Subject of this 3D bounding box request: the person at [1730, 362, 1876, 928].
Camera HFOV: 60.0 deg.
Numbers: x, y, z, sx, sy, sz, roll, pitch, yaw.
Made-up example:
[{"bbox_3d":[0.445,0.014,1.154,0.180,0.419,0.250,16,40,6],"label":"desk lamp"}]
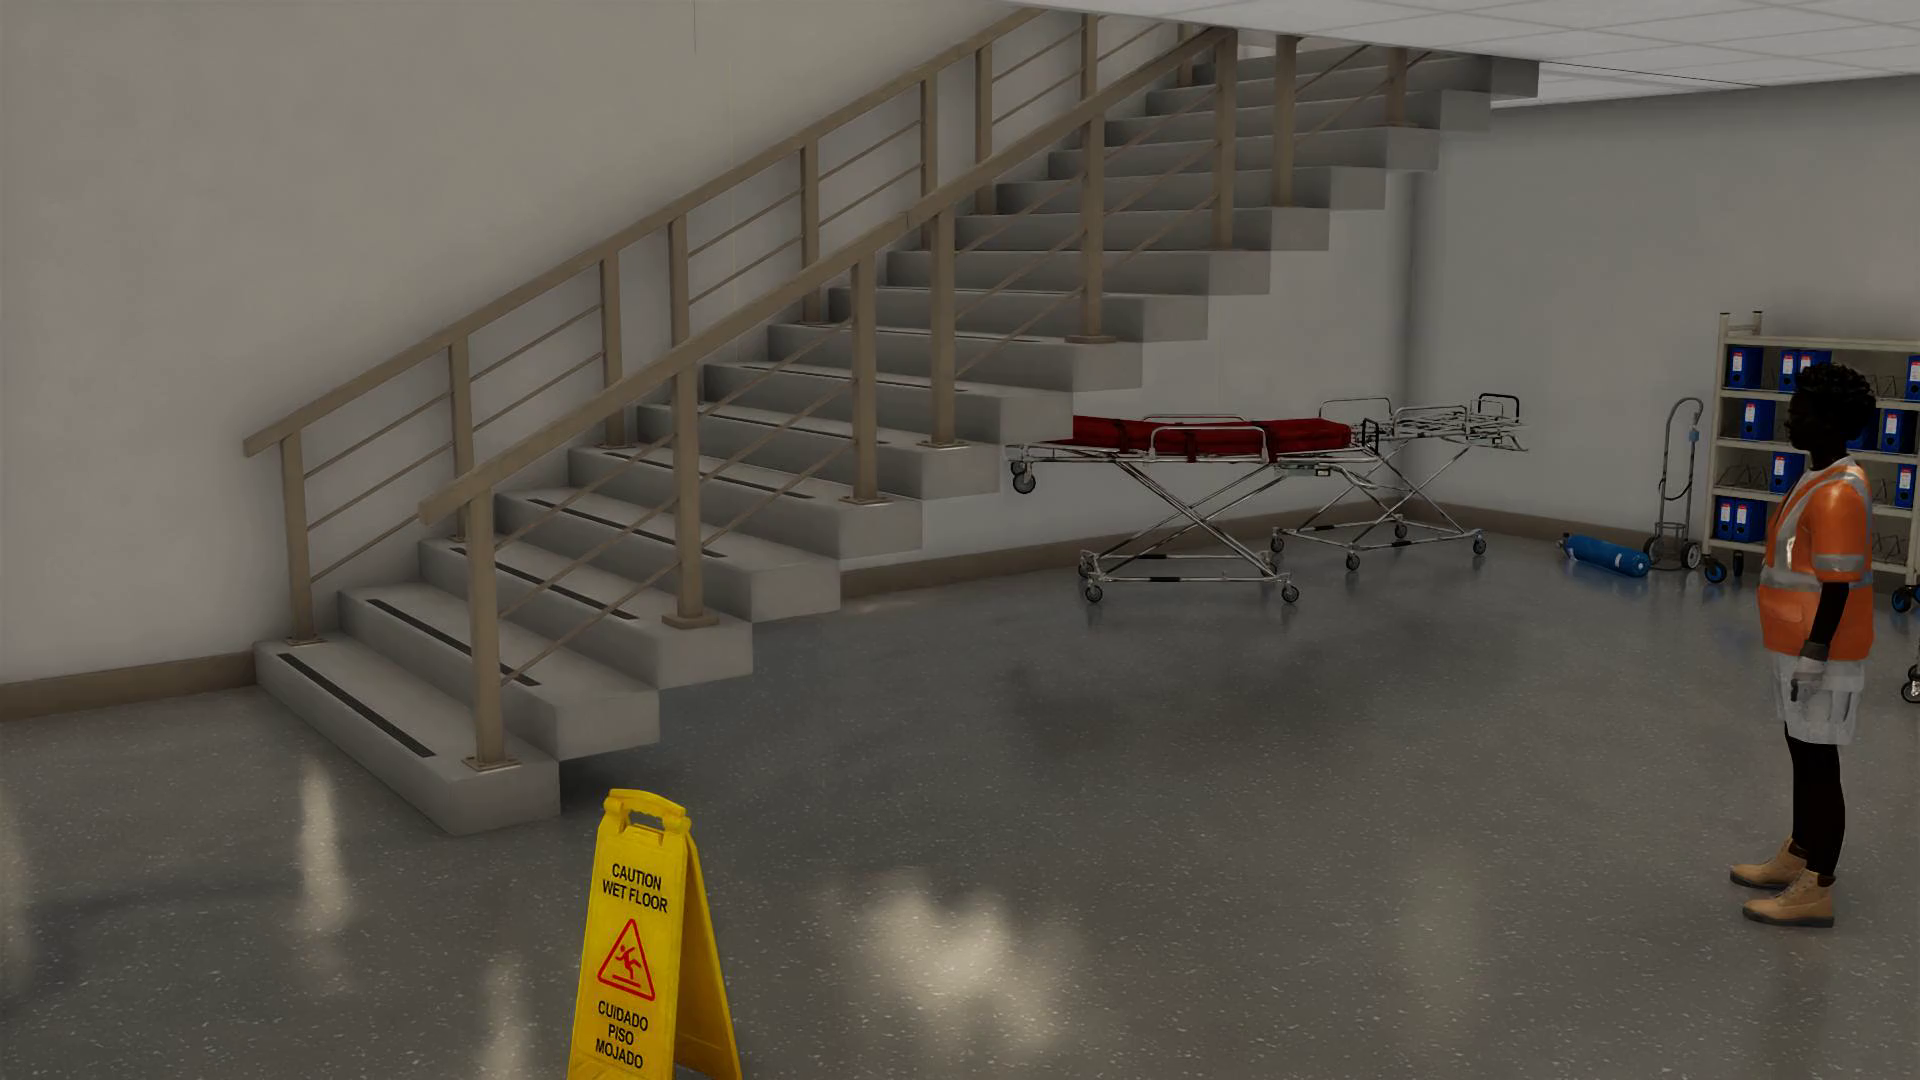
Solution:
[{"bbox_3d":[2.568,0.315,5.021,0.318,1.697,0.535,4,10,20],"label":"person"}]
